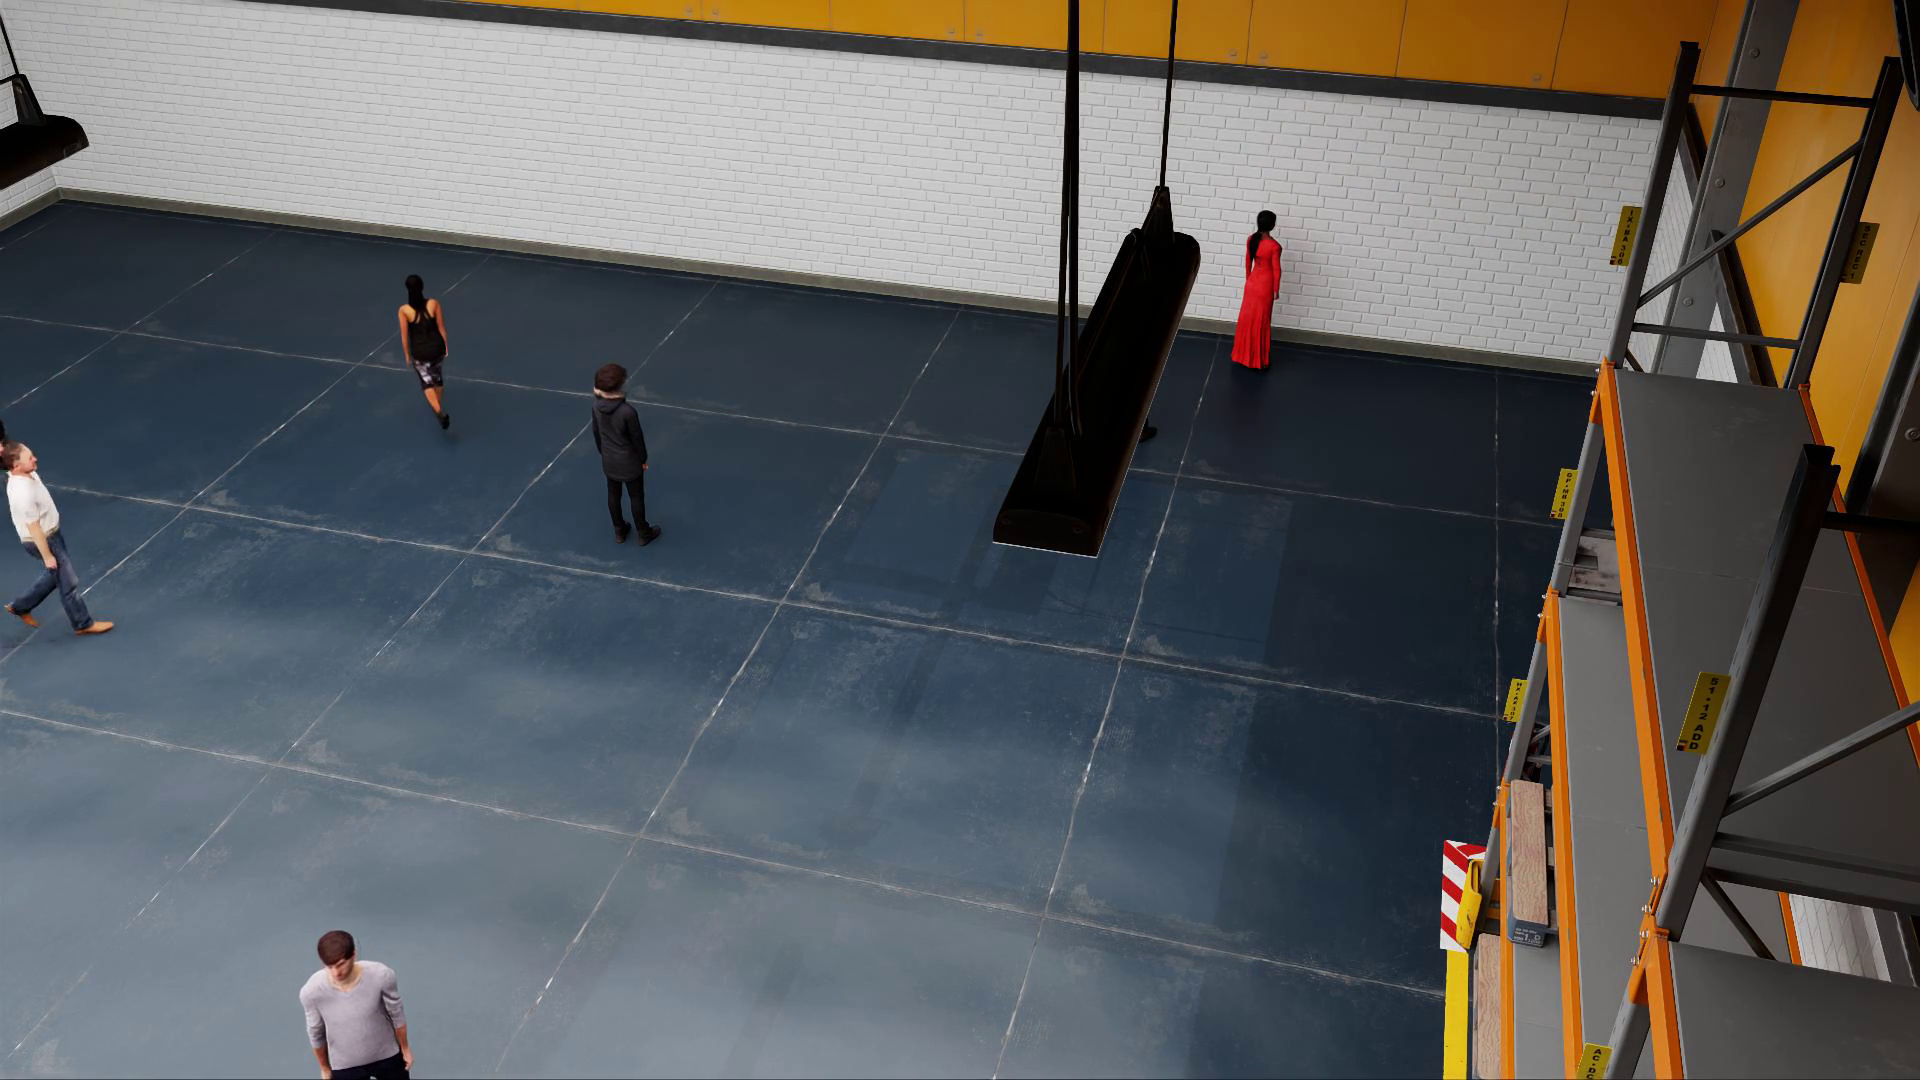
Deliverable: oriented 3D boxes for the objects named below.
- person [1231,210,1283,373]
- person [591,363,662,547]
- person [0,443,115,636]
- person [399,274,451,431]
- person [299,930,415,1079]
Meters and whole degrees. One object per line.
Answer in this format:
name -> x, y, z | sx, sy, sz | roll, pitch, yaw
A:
person -> 3.164, -2.639, 17.606 | 0.766, 1.790, 0.731 | -25, 41, -33
person -> -3.003, -0.745, 14.766 | 0.626, 1.778, 0.590 | 10, 35, 15
person -> -7.555, 0.038, 13.539 | 1.041, 1.835, 1.060 | -10, 35, -15
person -> -5.296, -1.866, 16.577 | 0.976, 1.642, 1.031 | -18, 38, -25
person -> -3.319, 2.856, 9.291 | 0.738, 1.844, 0.745 | -11, 35, -16
